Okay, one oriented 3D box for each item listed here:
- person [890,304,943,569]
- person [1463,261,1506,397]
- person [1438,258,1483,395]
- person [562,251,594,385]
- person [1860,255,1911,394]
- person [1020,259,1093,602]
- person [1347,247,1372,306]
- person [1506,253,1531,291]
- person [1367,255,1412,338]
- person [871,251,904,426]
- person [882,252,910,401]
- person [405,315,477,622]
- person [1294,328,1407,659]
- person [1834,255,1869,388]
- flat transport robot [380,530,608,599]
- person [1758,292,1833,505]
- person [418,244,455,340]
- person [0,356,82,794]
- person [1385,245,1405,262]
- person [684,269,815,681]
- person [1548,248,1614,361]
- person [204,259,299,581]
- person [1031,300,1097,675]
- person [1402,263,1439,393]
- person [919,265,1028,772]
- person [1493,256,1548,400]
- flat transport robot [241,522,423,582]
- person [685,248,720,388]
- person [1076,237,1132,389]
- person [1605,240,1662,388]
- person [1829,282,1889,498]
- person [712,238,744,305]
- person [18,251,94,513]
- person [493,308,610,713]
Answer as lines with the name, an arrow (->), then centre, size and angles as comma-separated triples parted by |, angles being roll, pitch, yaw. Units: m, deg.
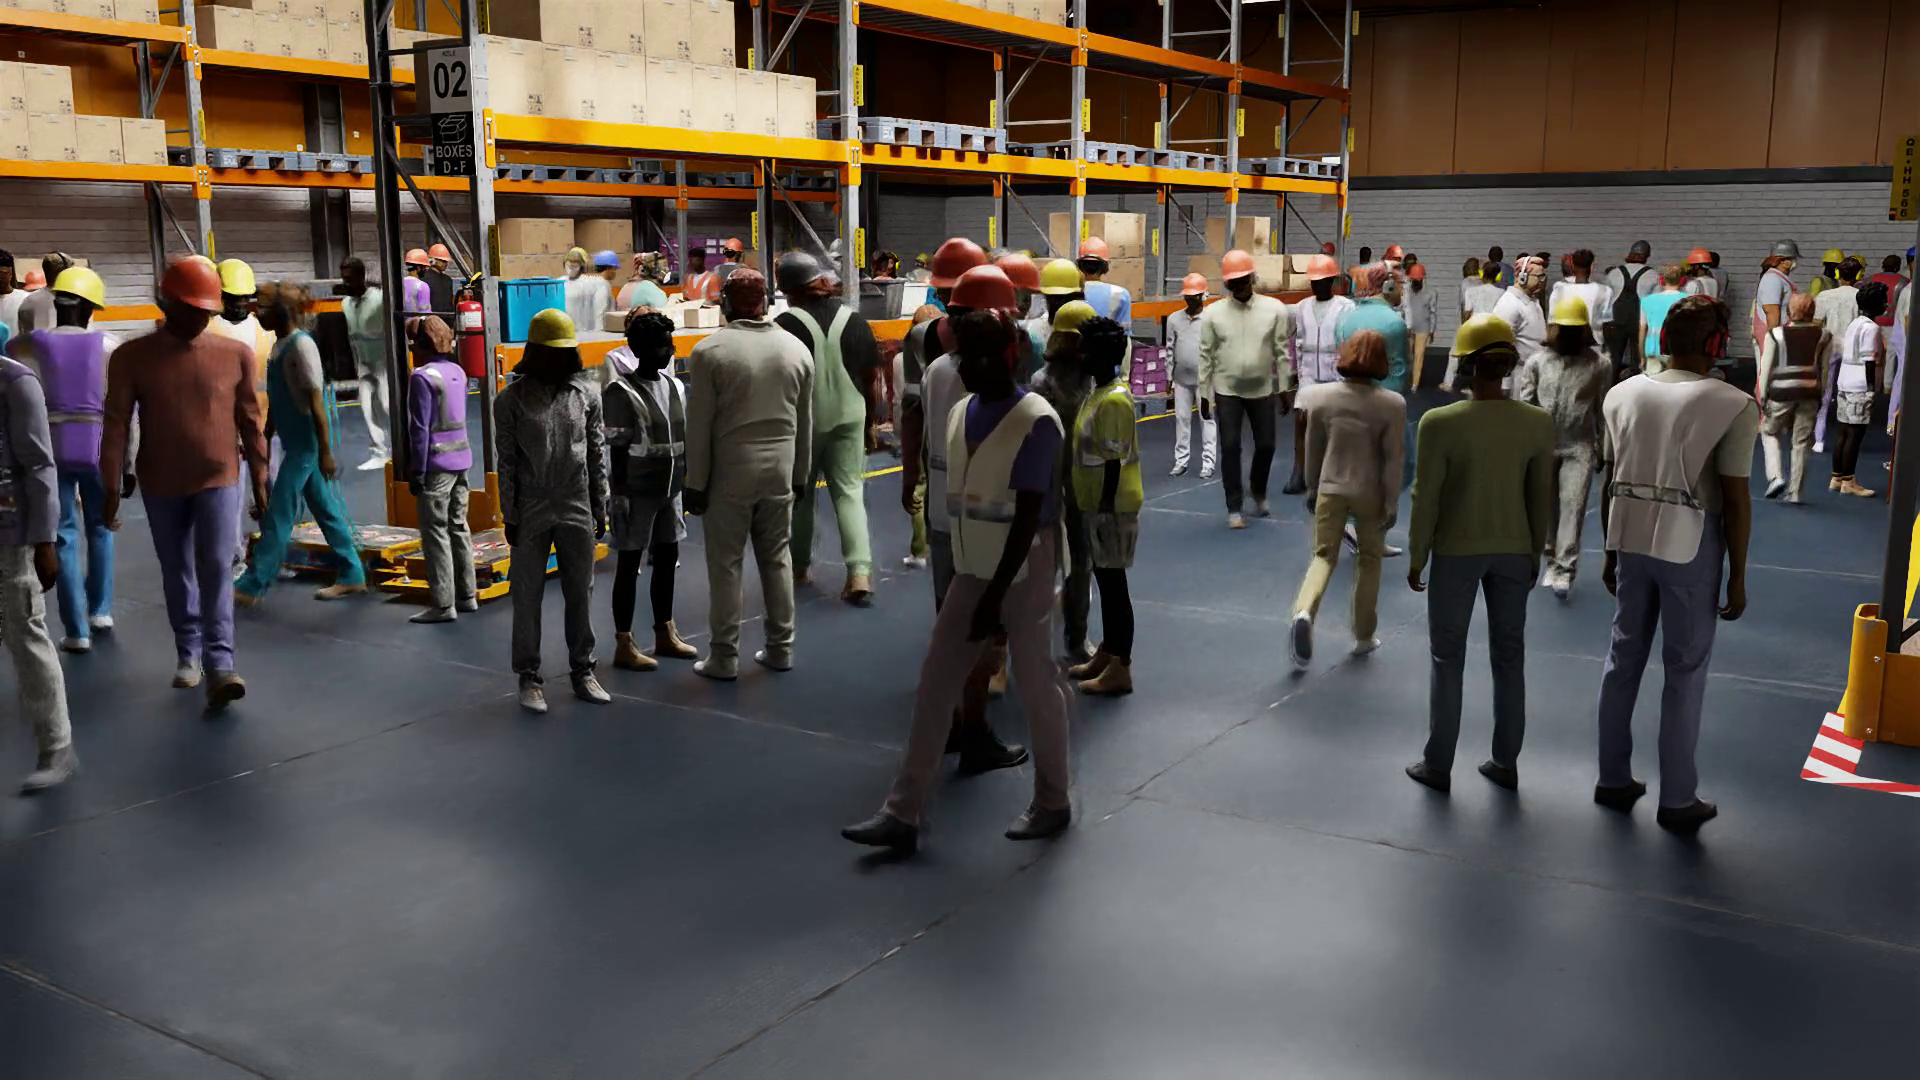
person -> -0.177, -0.633, 10.282 | 0.517, 1.627, 0.265 | -3, 11, -18
person -> 5.726, -2.131, 18.147 | 0.519, 1.785, 1.034 | 3, 11, 15
person -> 6.660, -2.818, 21.947 | 0.599, 1.788, 0.753 | -7, 13, -35
person -> -4.281, -2.223, 18.334 | 0.666, 1.901, 0.632 | 9, 13, 40
person -> 12.217, -2.845, 21.993 | 0.632, 1.836, 0.432 | 10, 14, 43
person -> 0.561, -0.596, 9.276 | 0.587, 1.920, 0.396 | 3, 11, 16
person -> 6.353, -3.643, 26.157 | 0.598, 1.917, 0.375 | -2, 10, -11
person -> 8.399, -3.386, 24.977 | 0.352, 1.839, 0.500 | -8, 13, -39
person -> 5.648, -2.848, 21.994 | 0.586, 1.828, 0.978 | 9, 14, 41
person -> -0.816, -2.100, 17.650 | 0.598, 1.908, 0.410 | -9, 14, -42
person -> -0.859, -2.644, 20.753 | 0.526, 1.871, 0.324 | 3, 11, 18
person -> -2.768, -0.381, 8.886 | 0.315, 1.631, 0.524 | 2, 10, 8
person -> 1.856, -0.207, 7.961 | 0.507, 1.612, 0.674 | 6, 12, 31
person -> 12.197, -2.972, 22.710 | 0.403, 1.825, 0.594 | 4, 11, 23
flat transport robot -> -2.746, 0.111, 9.922 | 0.652, 0.197, 1.431 | 3, 11, 17
person -> 6.390, -1.081, 12.773 | 0.517, 1.630, 0.359 | 2, 10, 12
person -> -6.333, -2.598, 20.225 | 0.434, 1.976, 0.610 | 4, 11, 22
person -> -3.591, -0.021, 6.051 | 0.662, 1.934, 0.453 | 2, 10, 10
person -> 6.799, -3.663, 26.212 | 0.358, 1.938, 0.548 | 6, 12, 29
person -> -0.984, -0.302, 7.726 | 0.654, 1.893, 0.401 | -8, 13, -38
person -> 6.123, -1.908, 16.467 | 0.619, 1.942, 0.723 | 6, 12, 28
person -> -4.212, -0.688, 9.798 | 0.393, 1.914, 0.596 | 8, 13, 38
person -> 0.524, -0.249, 7.832 | 0.484, 1.745, 0.293 | -8, 13, -37
person -> 6.057, -2.820, 22.115 | 0.568, 1.723, 0.582 | 4, 11, 21
person -> 0.071, -0.081, 6.401 | 0.386, 1.929, 0.543 | -6, 12, -30
person -> 4.362, -1.251, 12.976 | 0.404, 1.897, 0.656 | 7, 12, 34
flat transport robot -> -3.767, 0.055, 10.231 | 1.431, 0.197, 0.652 | 5, 11, 24
person -> -3.602, -3.063, 22.988 | 0.633, 1.928, 0.709 | 10, 14, 44
person -> 1.008, -1.286, 12.749 | 0.605, 2.044, 0.373 | 1, 10, 5
person -> 8.541, -2.790, 21.087 | 0.699, 2.000, 0.536 | 7, 12, 34
person -> 7.140, -1.190, 13.178 | 0.317, 1.695, 0.540 | 2, 10, 12
person -> -3.161, -3.192, 23.310 | 0.615, 2.042, 0.372 | 3, 11, 16
person -> -6.643, -1.164, 12.362 | 0.635, 1.938, 0.354 | 3, 11, 16
person -> -1.740, -0.124, 7.170 | 0.483, 1.738, 0.320 | -6, 12, -32
